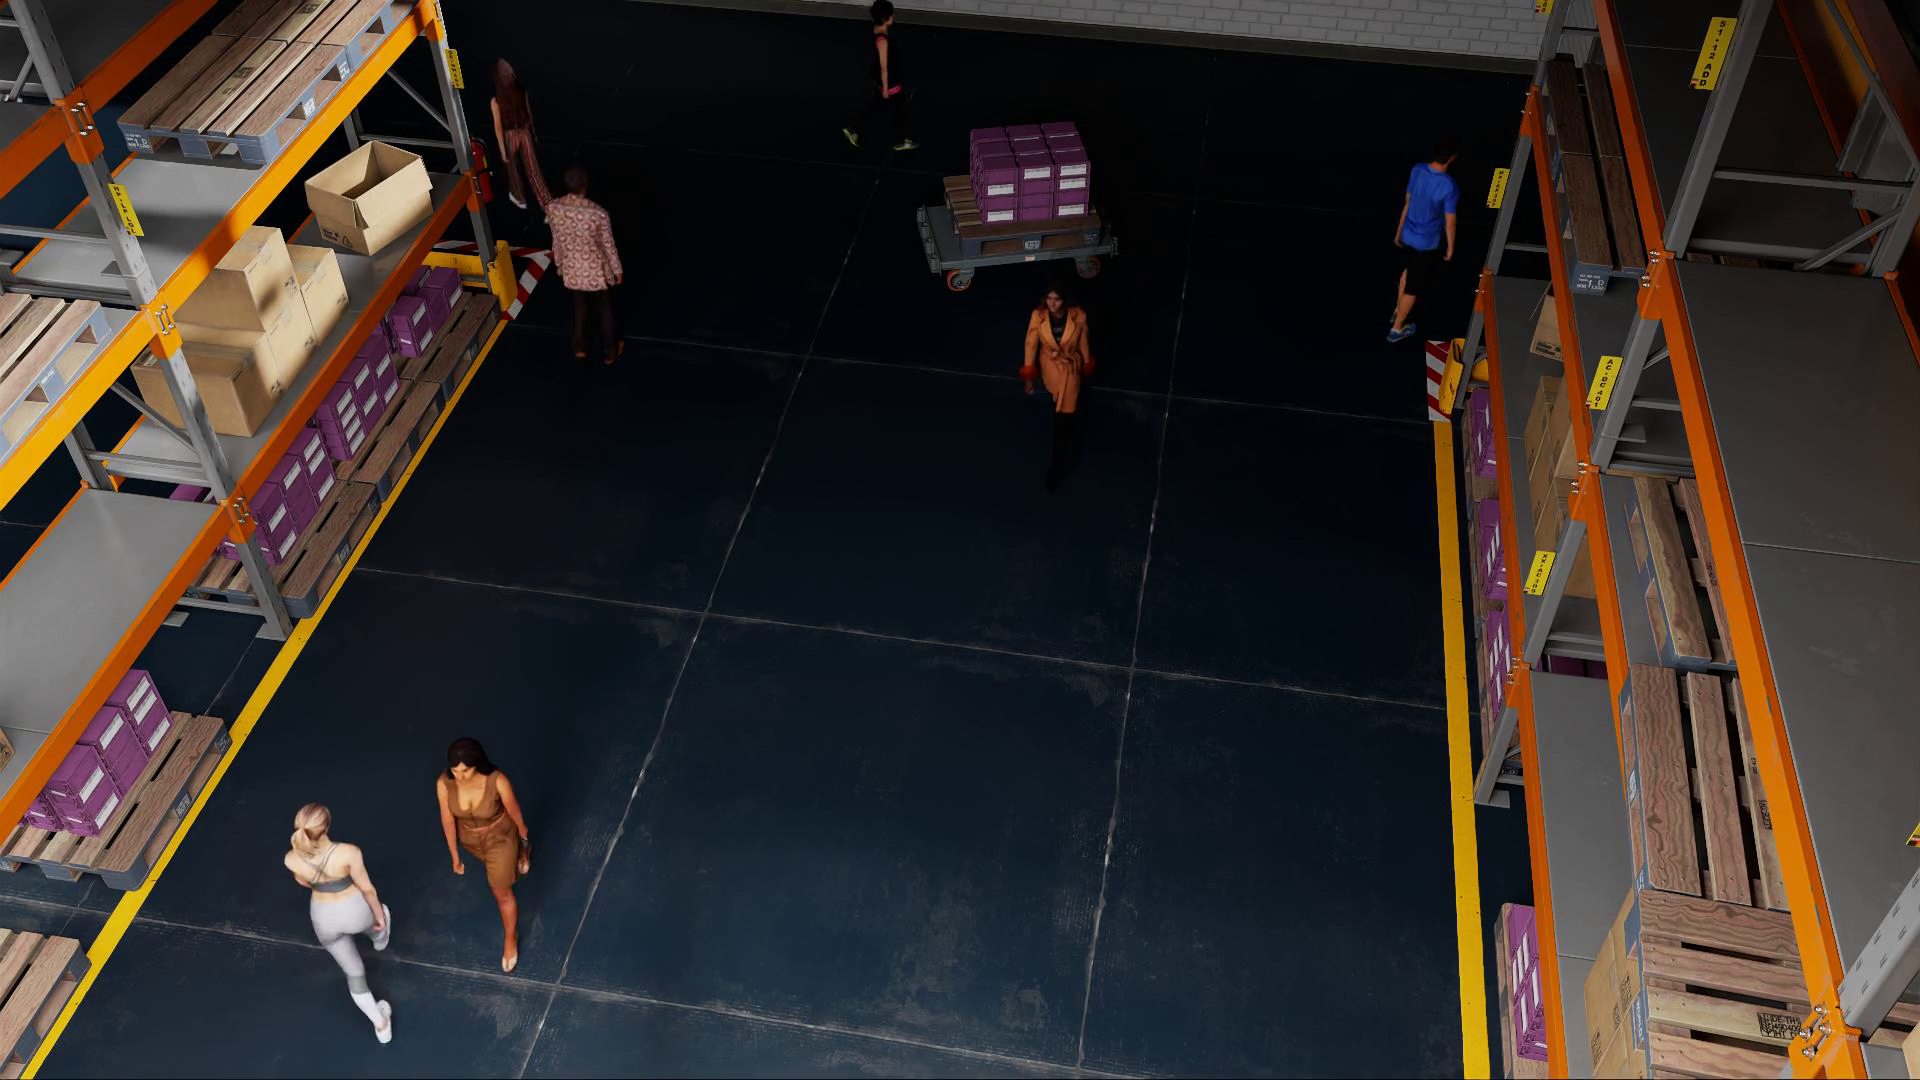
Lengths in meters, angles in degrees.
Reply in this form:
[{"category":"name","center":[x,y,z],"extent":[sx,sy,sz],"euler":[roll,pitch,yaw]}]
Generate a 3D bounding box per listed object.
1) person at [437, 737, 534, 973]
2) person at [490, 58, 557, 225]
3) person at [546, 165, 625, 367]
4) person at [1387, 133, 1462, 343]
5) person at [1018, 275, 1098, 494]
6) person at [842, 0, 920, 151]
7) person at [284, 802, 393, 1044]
[{"category":"person","center":[-2.629,1.593,9.320],"extent":[0.586,1.651,1.062],"euler":[4,44,4]},{"category":"person","center":[-3.878,-3.502,14.753],"extent":[1.037,1.534,1.054],"euler":[-28,50,-27]},{"category":"person","center":[-2.957,-2.077,13.071],"extent":[0.695,1.791,0.769],"euler":[7,44,8]},{"category":"person","center":[3.636,-2.378,13.343],"extent":[0.834,1.852,0.777],"euler":[-28,50,-26]},{"category":"person","center":[0.744,-1.275,12.326],"extent":[0.712,1.657,1.201],"euler":[6,44,6]},{"category":"person","center":[-0.774,-4.339,15.636],"extent":[0.870,1.528,0.974],"euler":[-10,45,-10]},{"category":"person","center":[-3.261,2.075,8.810],"extent":[0.853,1.658,1.134],"euler":[-10,45,-10]}]
